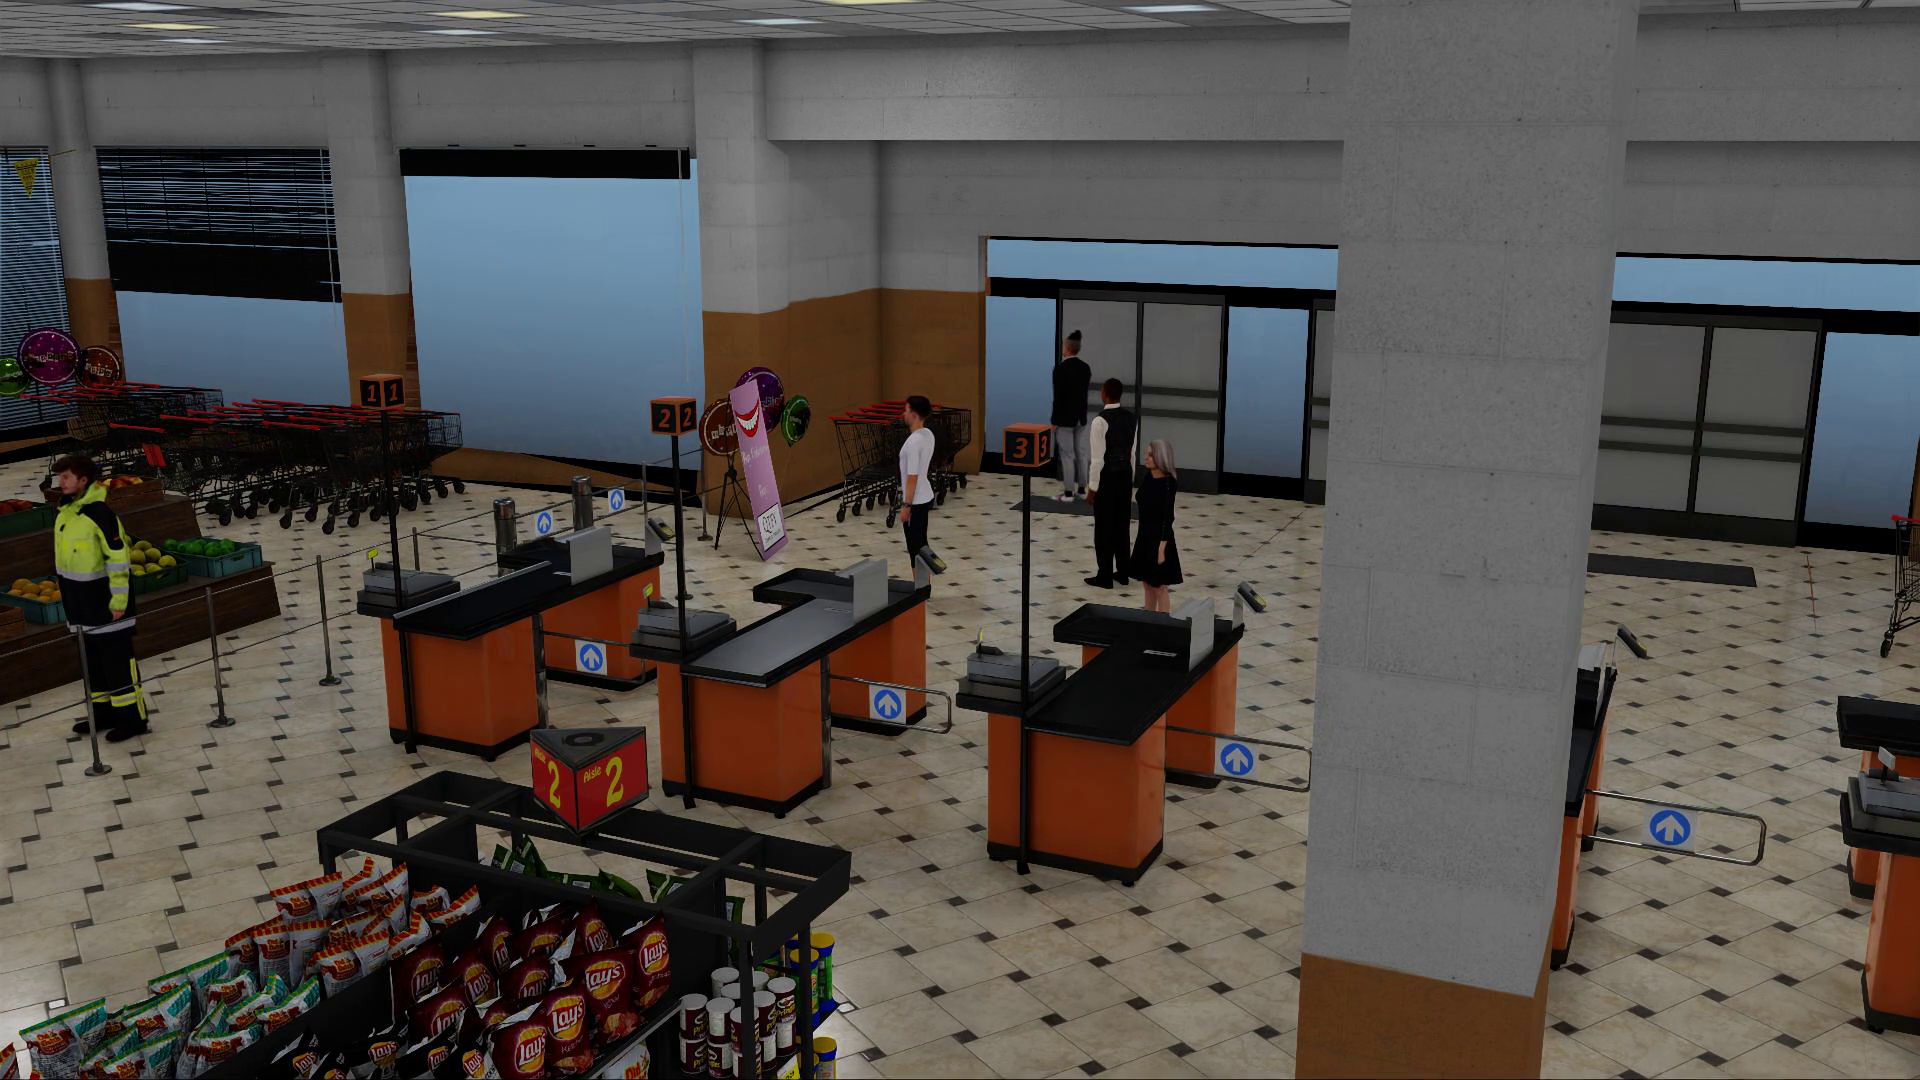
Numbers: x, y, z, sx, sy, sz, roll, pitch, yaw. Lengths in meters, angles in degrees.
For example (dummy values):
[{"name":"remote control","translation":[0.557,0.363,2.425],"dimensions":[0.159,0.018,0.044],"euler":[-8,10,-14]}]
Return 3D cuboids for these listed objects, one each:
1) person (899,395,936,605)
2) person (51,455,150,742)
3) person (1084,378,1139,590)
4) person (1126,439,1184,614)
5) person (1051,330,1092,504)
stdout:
[{"name":"person","translation":[-0.374,-0.359,14.651],"dimensions":[0.764,1.852,0.569],"euler":[3,14,14]},{"name":"person","translation":[-5.870,0.382,11.328],"dimensions":[0.780,1.979,0.647],"euler":[7,16,28]},{"name":"person","translation":[1.389,-0.523,15.187],"dimensions":[0.704,1.919,0.840],"euler":[-10,17,-35]},{"name":"person","translation":[1.539,0.055,13.168],"dimensions":[0.747,1.747,0.697],"euler":[-6,15,-23]},{"name":"person","translation":[1.257,-1.397,18.723],"dimensions":[0.679,1.949,0.843],"euler":[-12,18,-41]}]
